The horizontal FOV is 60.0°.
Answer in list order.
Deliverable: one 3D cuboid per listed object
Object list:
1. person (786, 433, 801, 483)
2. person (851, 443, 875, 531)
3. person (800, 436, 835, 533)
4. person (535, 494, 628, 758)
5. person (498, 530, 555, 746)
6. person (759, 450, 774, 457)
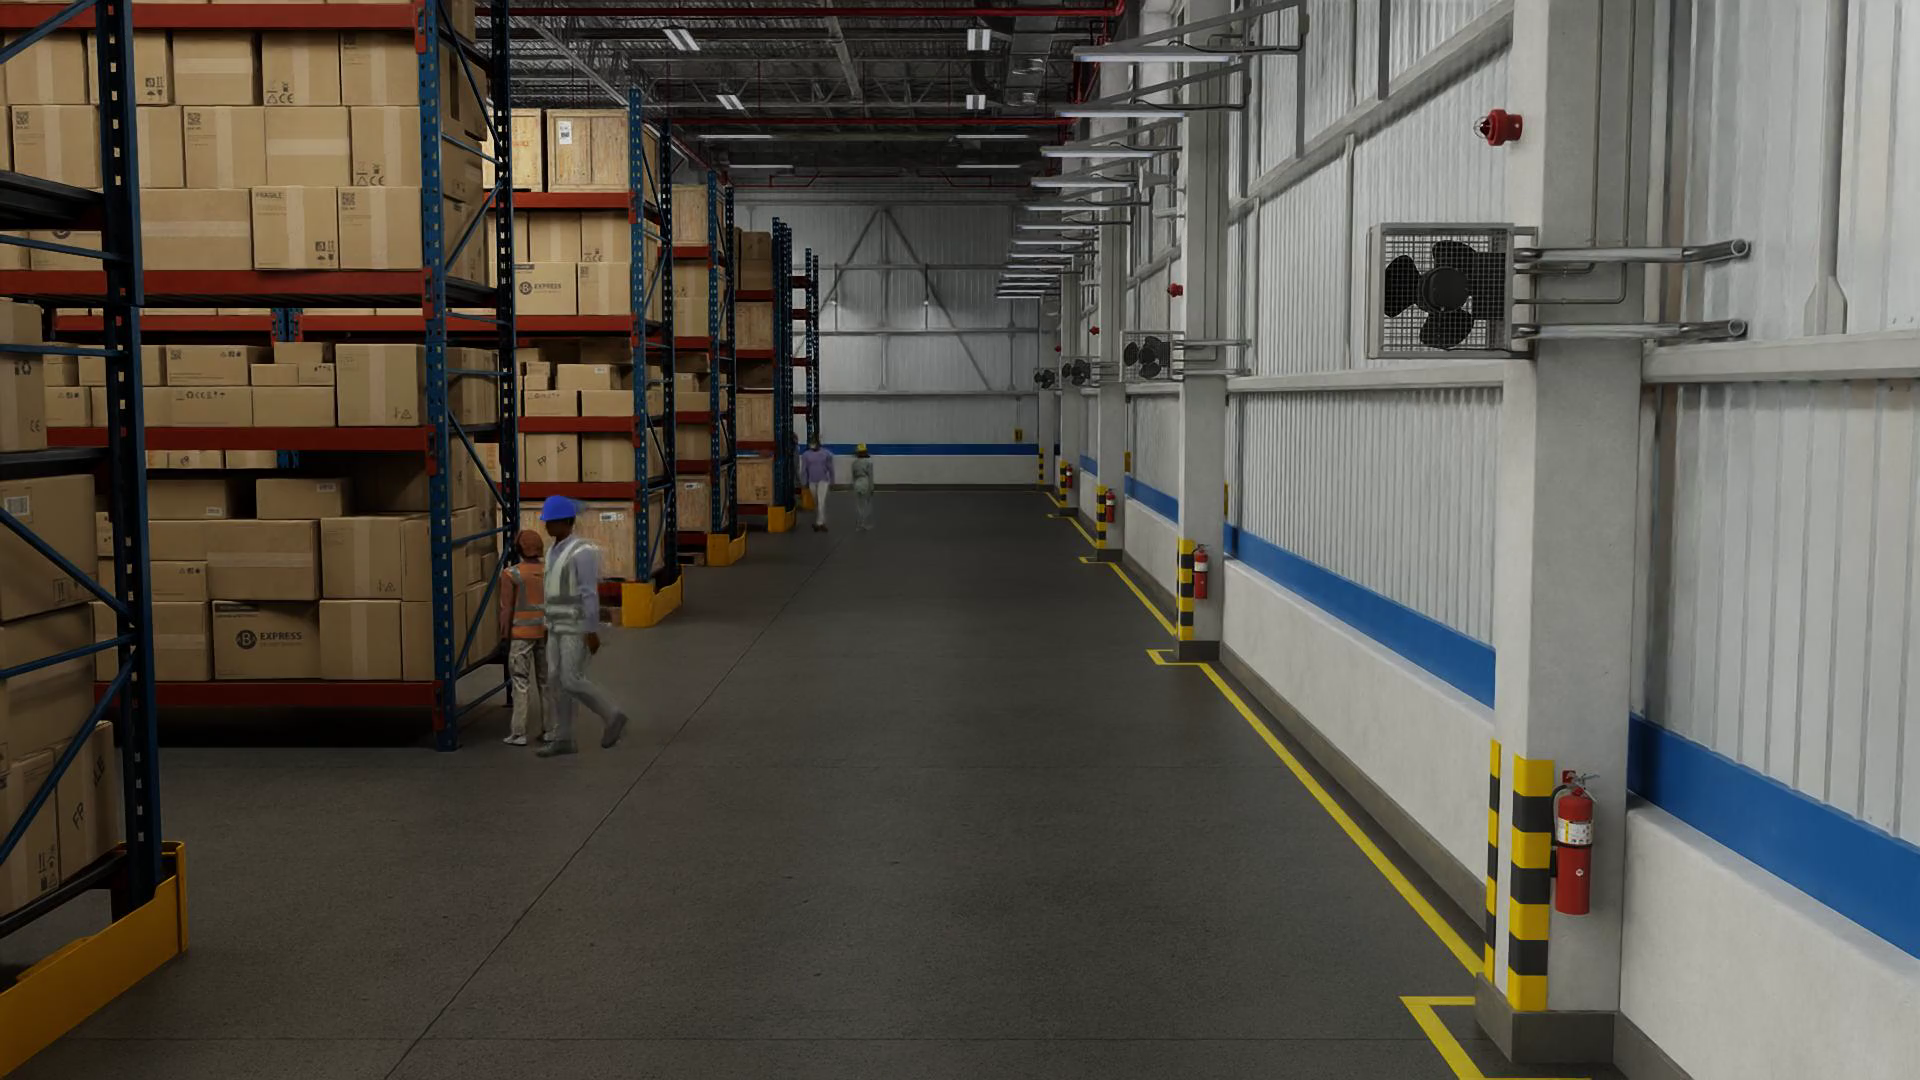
[{"bbox_3d":[-4.186,-1.844,42.142,0.909,1.698,0.592,4,6,38],"label":"person"},{"bbox_3d":[-1.872,-1.027,32.538,0.513,1.730,0.417,2,5,23],"label":"person"},{"bbox_3d":[-2.778,-1.075,32.206,0.646,1.876,1.036,1,5,12],"label":"person"},{"bbox_3d":[-2.825,0.620,12.162,0.561,1.926,0.631,-4,6,-40],"label":"person"},{"bbox_3d":[-3.233,0.734,12.557,0.323,1.630,0.525,5,7,44],"label":"person"},{"bbox_3d":[-4.361,-1.537,37.753,0.984,1.866,0.656,0,5,6],"label":"person"}]
